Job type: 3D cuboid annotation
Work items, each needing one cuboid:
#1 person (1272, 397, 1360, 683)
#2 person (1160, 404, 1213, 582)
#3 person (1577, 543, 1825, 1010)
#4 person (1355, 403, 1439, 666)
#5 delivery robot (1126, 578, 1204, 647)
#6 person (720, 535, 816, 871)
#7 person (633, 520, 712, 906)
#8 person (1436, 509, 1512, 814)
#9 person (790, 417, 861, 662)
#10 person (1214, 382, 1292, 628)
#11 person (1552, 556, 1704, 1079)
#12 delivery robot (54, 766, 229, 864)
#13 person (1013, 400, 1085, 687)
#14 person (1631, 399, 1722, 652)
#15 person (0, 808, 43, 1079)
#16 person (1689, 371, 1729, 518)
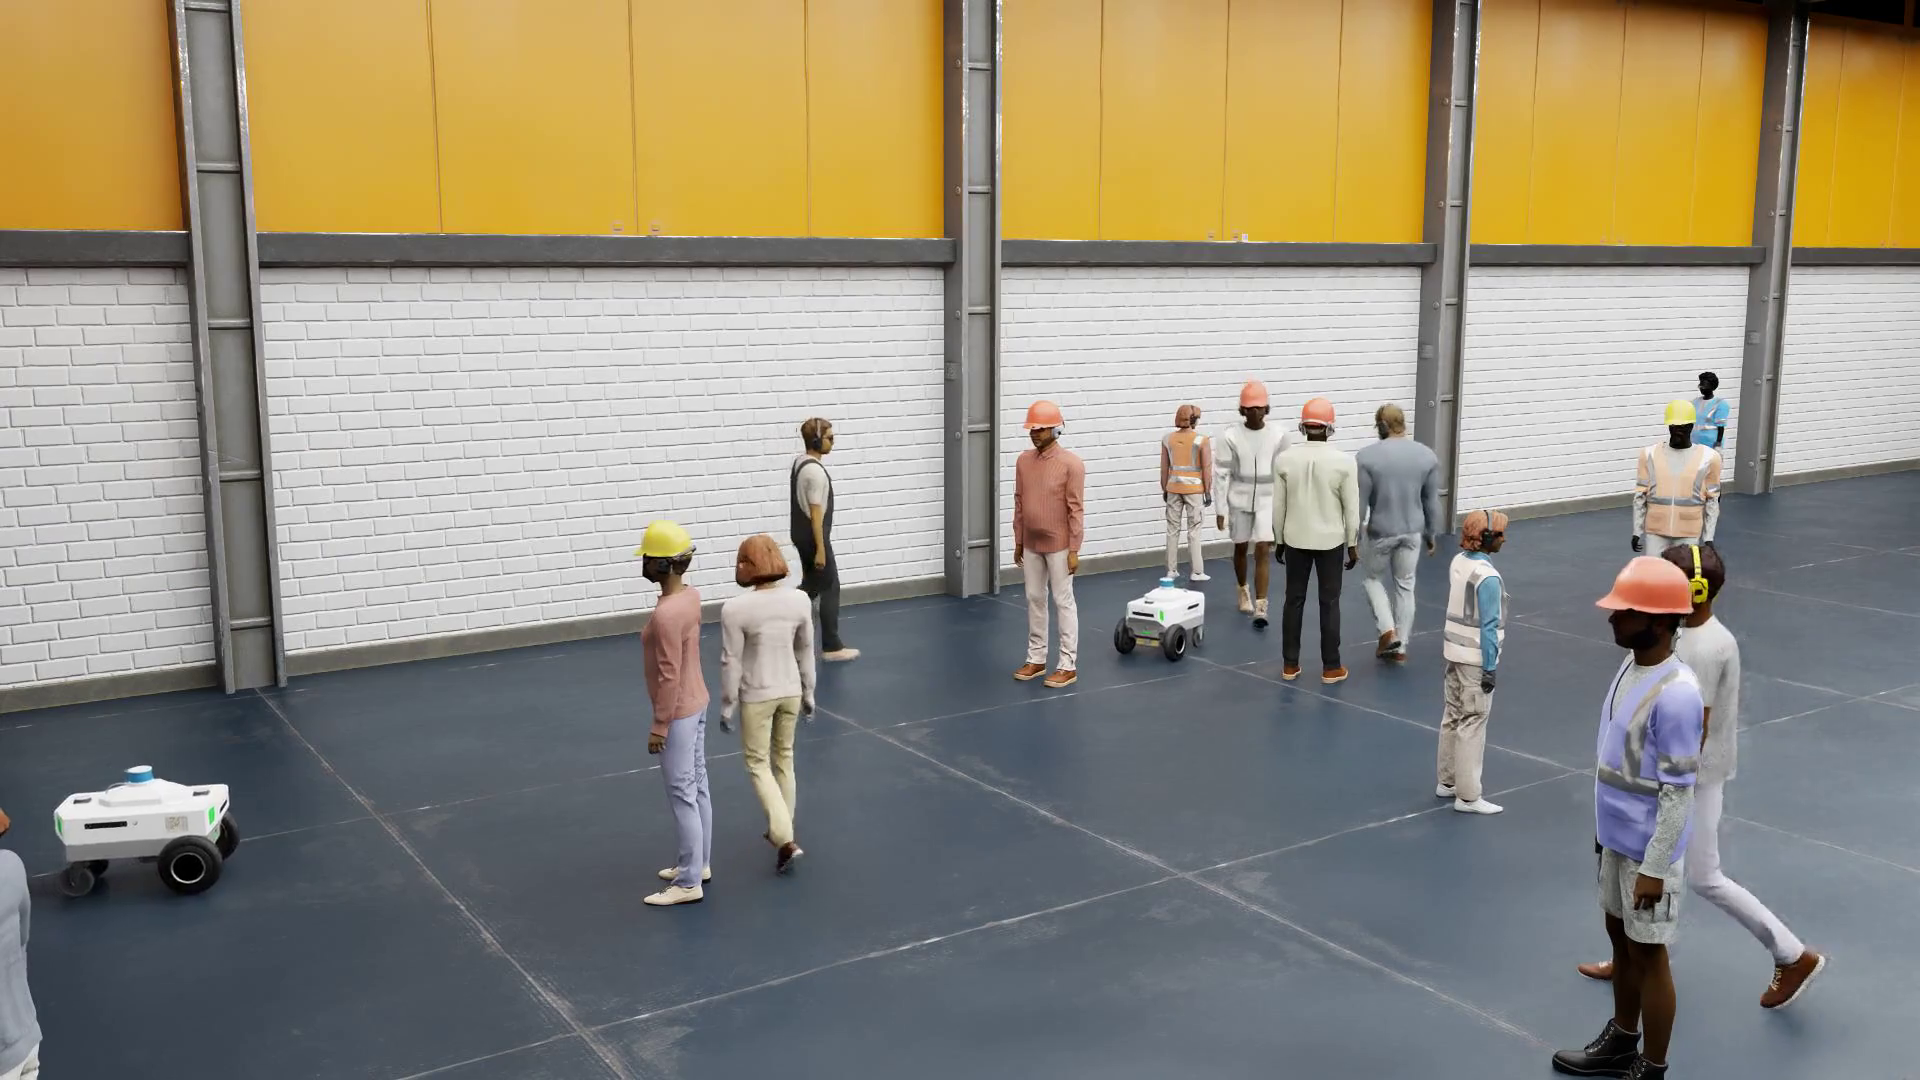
[{"bbox_3d":[2.480,0.005,11.611,0.612,1.997,0.375,4,10,25],"label":"person"},{"bbox_3d":[2.081,-0.429,15.302,0.512,1.638,0.312,6,11,34],"label":"person"},{"bbox_3d":[2.961,0.932,6.534,0.819,1.836,0.512,2,10,13],"label":"person"},{"bbox_3d":[3.146,-0.034,12.084,0.670,1.913,0.451,-1,9,-5],"label":"person"},{"bbox_3d":[1.548,0.530,12.500,0.477,0.478,0.707,7,12,35],"label":"delivery robot"},{"bbox_3d":[-0.896,0.788,8.074,0.513,1.617,0.660,-7,12,-38],"label":"person"},{"bbox_3d":[-1.320,0.789,7.606,0.328,1.760,0.523,1,9,4],"label":"person"},{"bbox_3d":[2.738,0.643,8.874,0.310,1.631,0.509,-1,9,-4],"label":"person"},{"bbox_3d":[-1.125,0.012,12.101,0.730,1.823,0.527,-4,10,-22],"label":"person"},{"bbox_3d":[2.378,-0.303,13.530,0.621,1.970,1.105,1,9,6],"label":"person"},{"bbox_3d":[2.318,1.011,5.719,0.349,1.942,0.545,0,9,3],"label":"person"},{"bbox_3d":[-3.839,1.307,7.820,0.707,0.478,0.477,-2,10,-13],"label":"delivery robot"},{"bbox_3d":[0.596,0.021,11.551,0.614,1.987,0.407,9,13,44],"label":"person"},{"bbox_3d":[5.294,-0.081,12.339,0.592,1.926,0.366,5,11,30],"label":"person"},{"bbox_3d":[-2.576,1.389,4.364,0.278,1.633,0.498,-1,10,-9],"label":"person"},{"bbox_3d":[8.581,-1.094,19.148,0.320,1.691,0.534,-4,10,-22],"label":"person"}]
